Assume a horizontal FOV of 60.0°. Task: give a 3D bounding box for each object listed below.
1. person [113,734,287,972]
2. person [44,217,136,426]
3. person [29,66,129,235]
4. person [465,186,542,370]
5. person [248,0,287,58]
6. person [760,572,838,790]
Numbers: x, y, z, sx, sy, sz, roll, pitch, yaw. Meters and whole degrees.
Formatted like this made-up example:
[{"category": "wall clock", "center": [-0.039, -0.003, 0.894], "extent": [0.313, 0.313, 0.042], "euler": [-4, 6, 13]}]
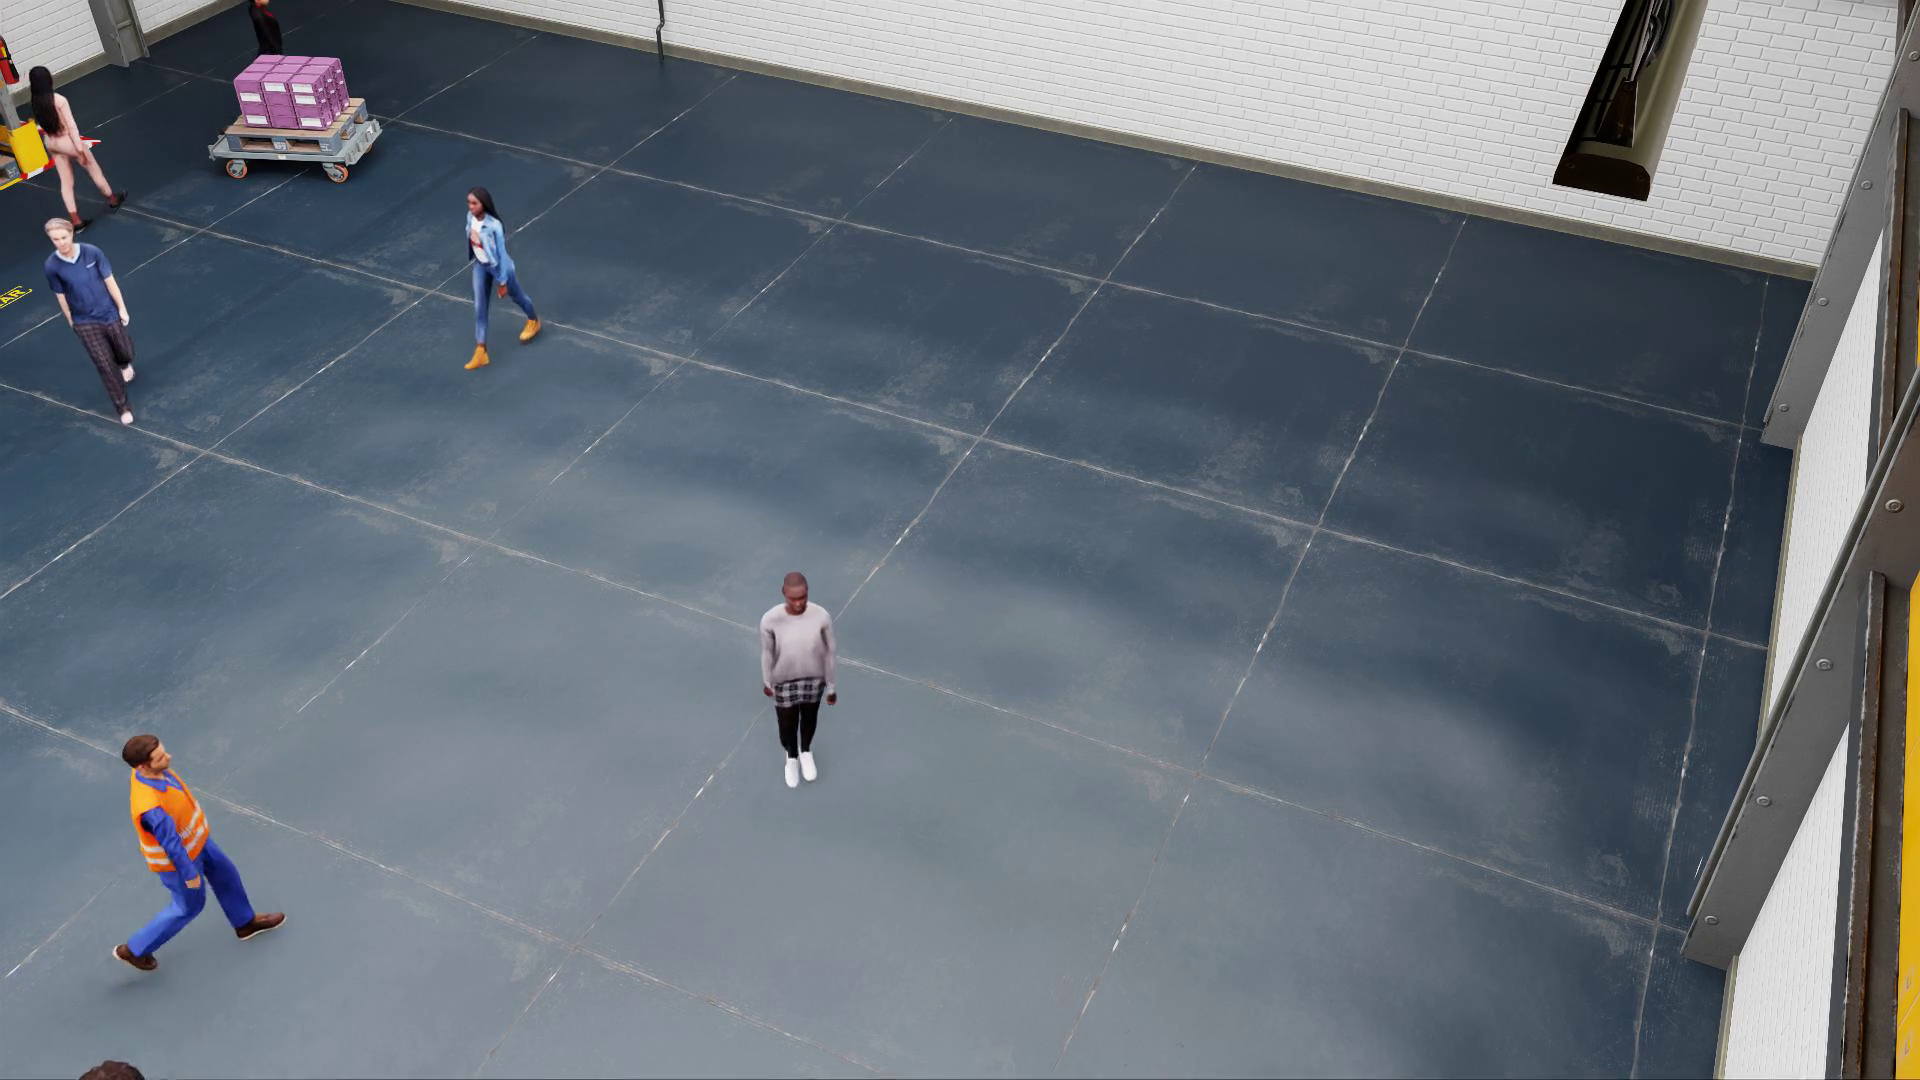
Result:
[{"category": "person", "center": [-4.594, 1.834, 9.596], "extent": [1.229, 1.830, 1.163], "euler": [-14, 41, -17]}, {"category": "person", "center": [-7.439, -1.948, 14.319], "extent": [1.108, 1.846, 1.046], "euler": [-23, 44, -26]}, {"category": "person", "center": [-9.155, -3.936, 16.935], "extent": [0.791, 1.689, 1.073], "euler": [9, 39, 11]}, {"category": "person", "center": [-4.142, -2.436, 15.083], "extent": [0.706, 1.656, 1.218], "euler": [20, 43, 24]}, {"category": "person", "center": [-7.934, -5.500, 18.946], "extent": [0.757, 1.622, 0.698], "euler": [-15, 41, -17]}, {"category": "person", "center": [-1.067, 0.844, 10.890], "extent": [0.761, 1.762, 0.808], "euler": [-8, 39, -10]}]
